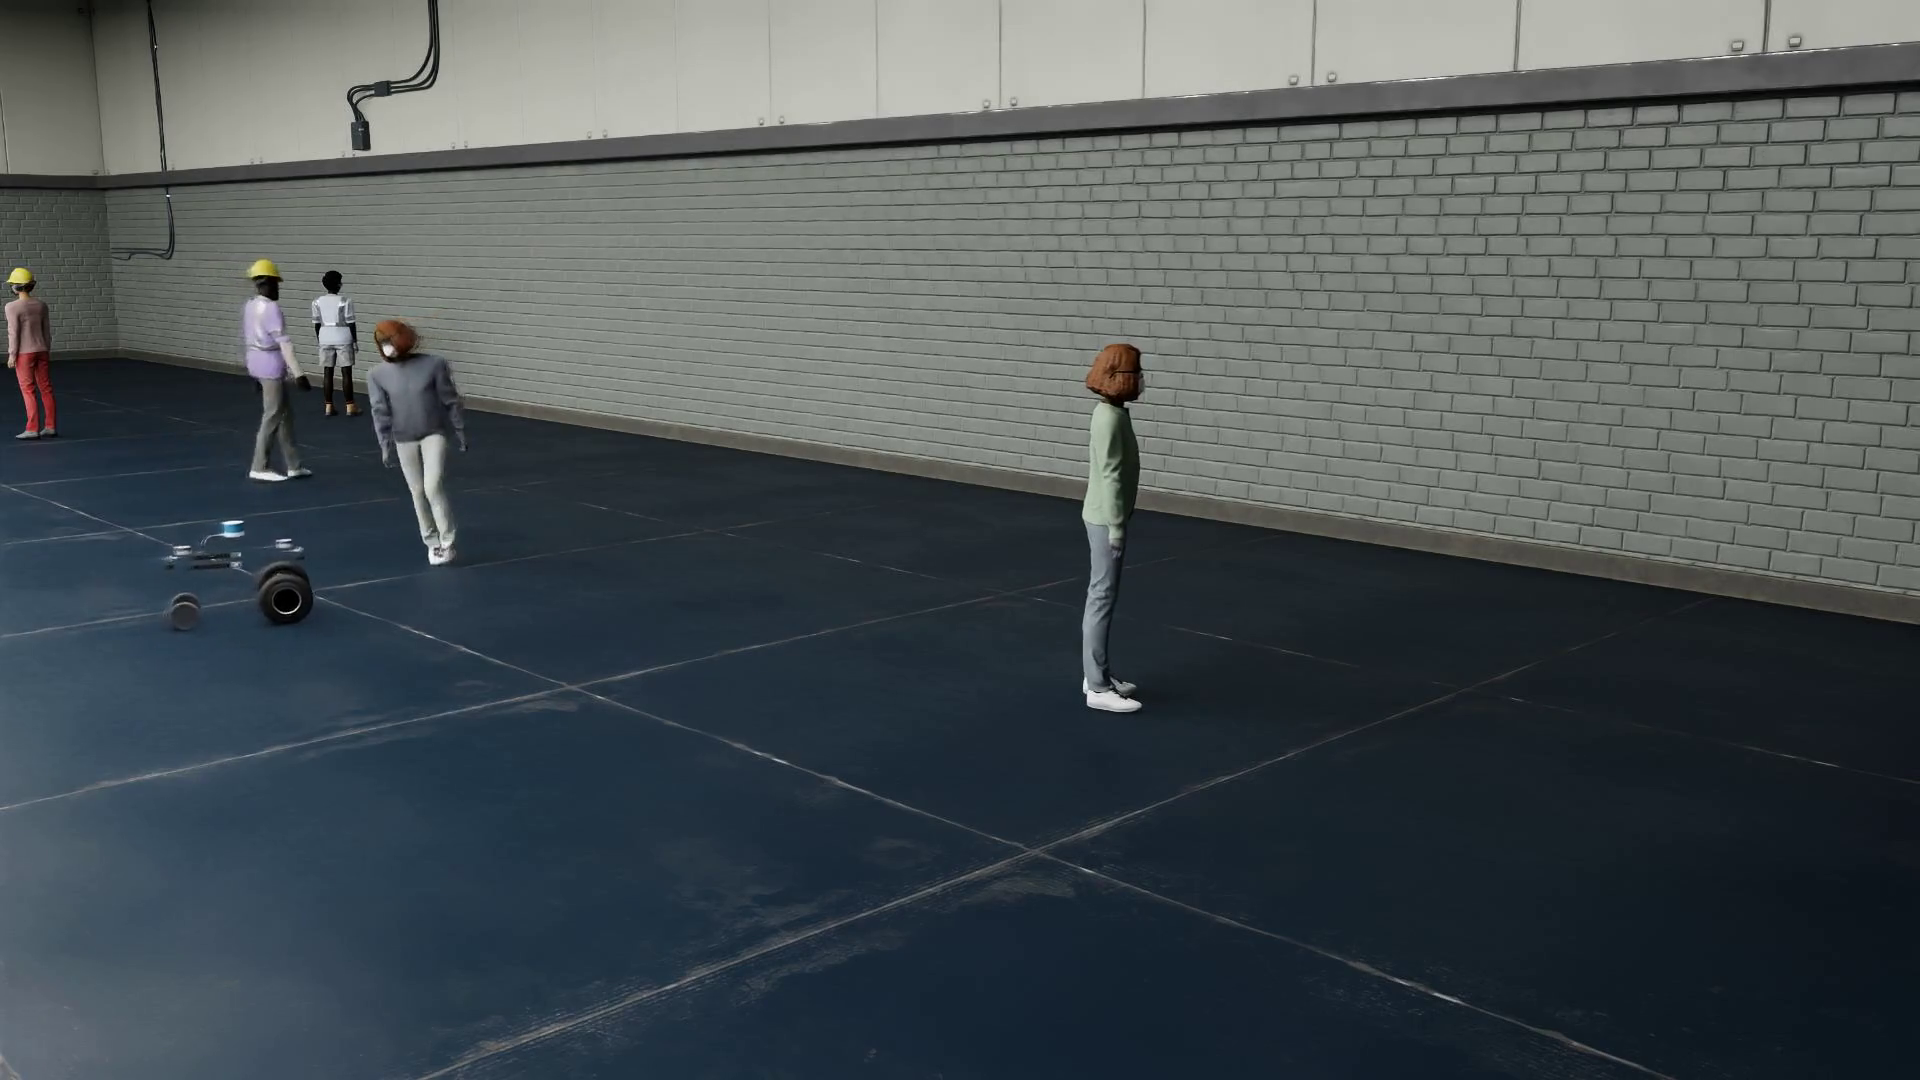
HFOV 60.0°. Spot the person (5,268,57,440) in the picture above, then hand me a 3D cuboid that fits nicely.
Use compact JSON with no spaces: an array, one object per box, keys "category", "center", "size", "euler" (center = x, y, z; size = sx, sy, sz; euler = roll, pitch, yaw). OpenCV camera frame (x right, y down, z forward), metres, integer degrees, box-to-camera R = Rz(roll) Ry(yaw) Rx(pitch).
[{"category":"person","center":[-9.712,-1.942,17.355],"size":[0.297,1.772,0.533],"euler":[3,11,15]}]

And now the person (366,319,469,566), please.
[{"category":"person","center":[-3.445,-0.606,10.570],"size":[0.576,1.588,0.574],"euler":[-1,10,-5]}]

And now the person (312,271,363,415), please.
[{"category":"person","center":[-7.348,-2.319,19.614],"size":[0.535,1.697,0.318],"euler":[1,10,7]}]

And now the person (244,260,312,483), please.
[{"category":"person","center":[-5.894,-1.444,14.296],"size":[0.570,1.899,0.708],"euler":[-8,13,-38]}]

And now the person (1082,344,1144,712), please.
[{"category":"person","center":[0.690,-0.065,7.490],"size":[0.281,1.634,0.498],"euler":[1,10,5]}]

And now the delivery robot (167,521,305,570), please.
[{"category":"delivery robot","center":[-3.999,0.011,9.176],"size":[0.698,0.223,0.335],"euler":[-5,11,-23]}]
